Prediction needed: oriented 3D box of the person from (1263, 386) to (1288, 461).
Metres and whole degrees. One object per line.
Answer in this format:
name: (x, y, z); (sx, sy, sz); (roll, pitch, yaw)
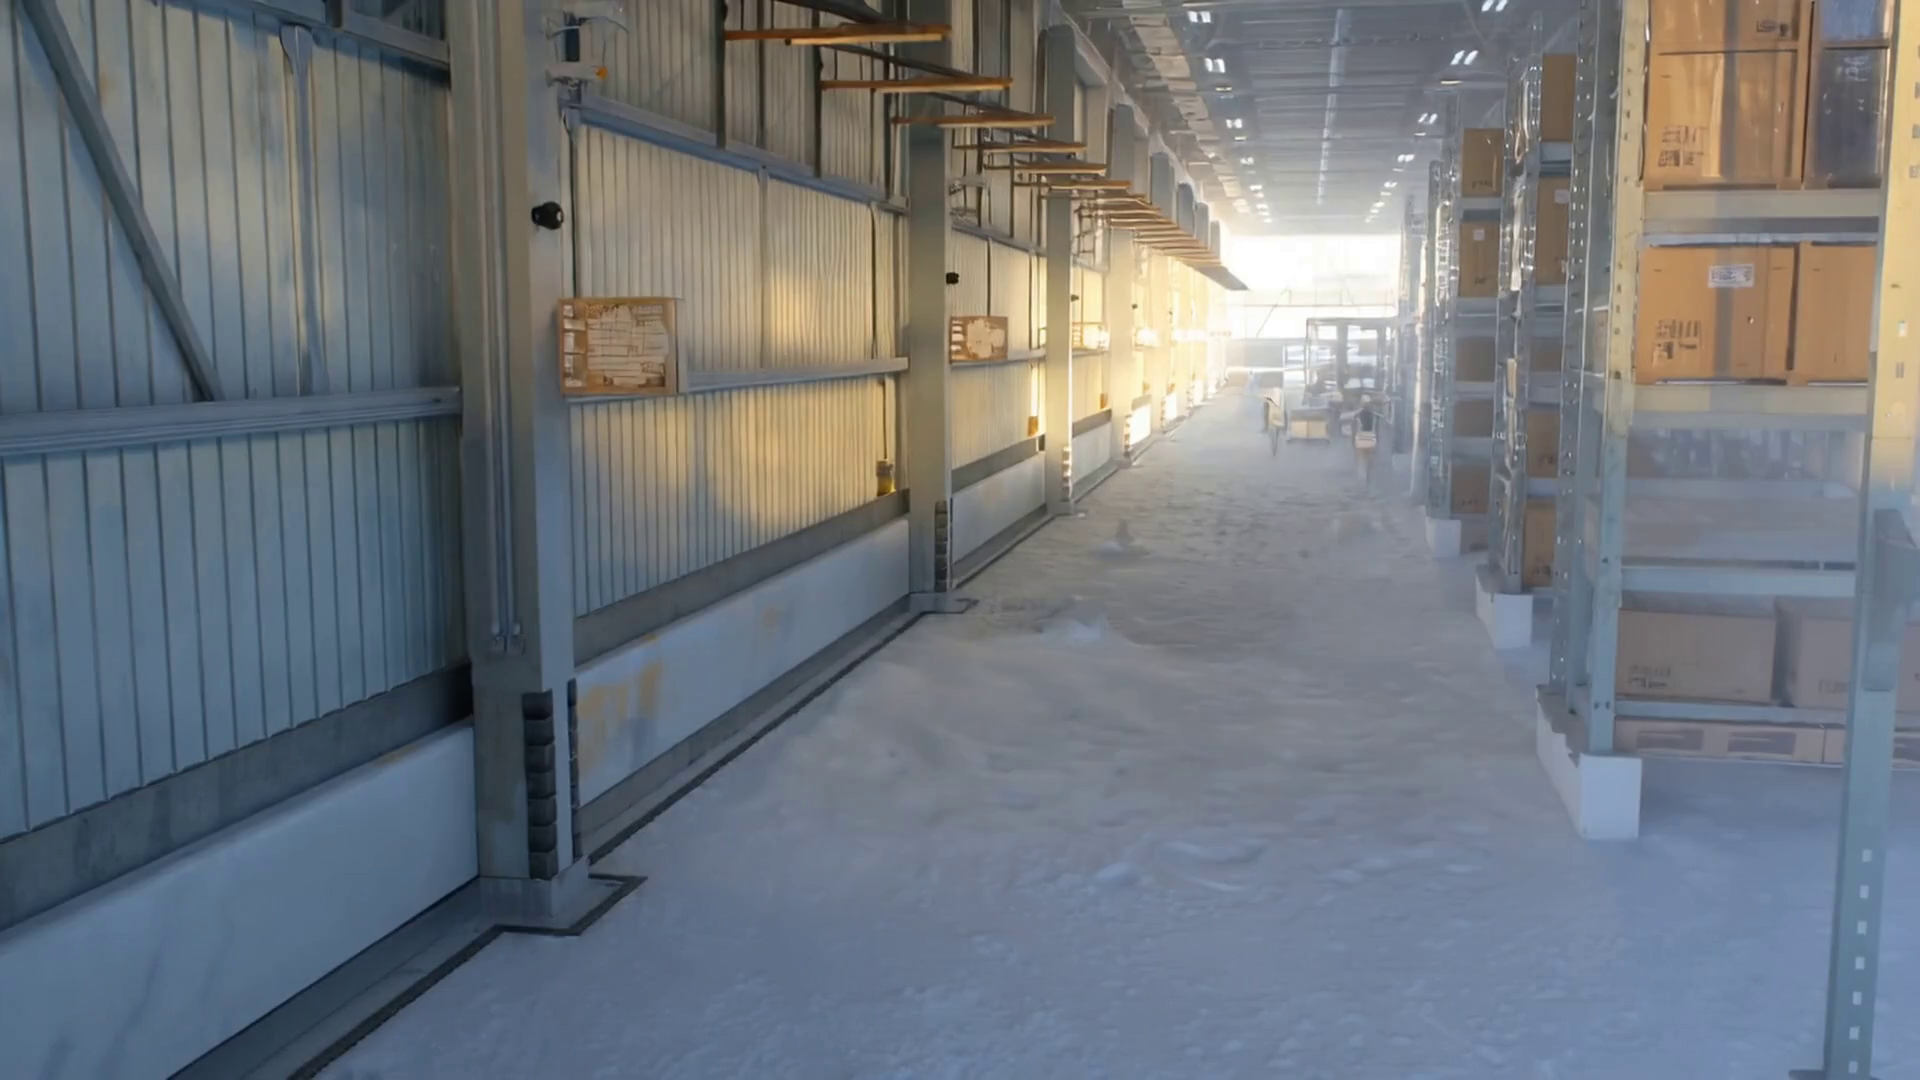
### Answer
person: (7.593, -2.794, 39.941); (0.660, 1.825, 0.463); (-2, 7, -18)

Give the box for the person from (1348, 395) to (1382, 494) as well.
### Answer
person: (7.811, -1.846, 32.116); (0.607, 1.882, 1.028); (1, 7, 7)

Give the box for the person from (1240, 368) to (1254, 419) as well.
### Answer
person: (10.281, -5.229, 59.359); (0.375, 1.843, 0.574); (-4, 8, -31)
